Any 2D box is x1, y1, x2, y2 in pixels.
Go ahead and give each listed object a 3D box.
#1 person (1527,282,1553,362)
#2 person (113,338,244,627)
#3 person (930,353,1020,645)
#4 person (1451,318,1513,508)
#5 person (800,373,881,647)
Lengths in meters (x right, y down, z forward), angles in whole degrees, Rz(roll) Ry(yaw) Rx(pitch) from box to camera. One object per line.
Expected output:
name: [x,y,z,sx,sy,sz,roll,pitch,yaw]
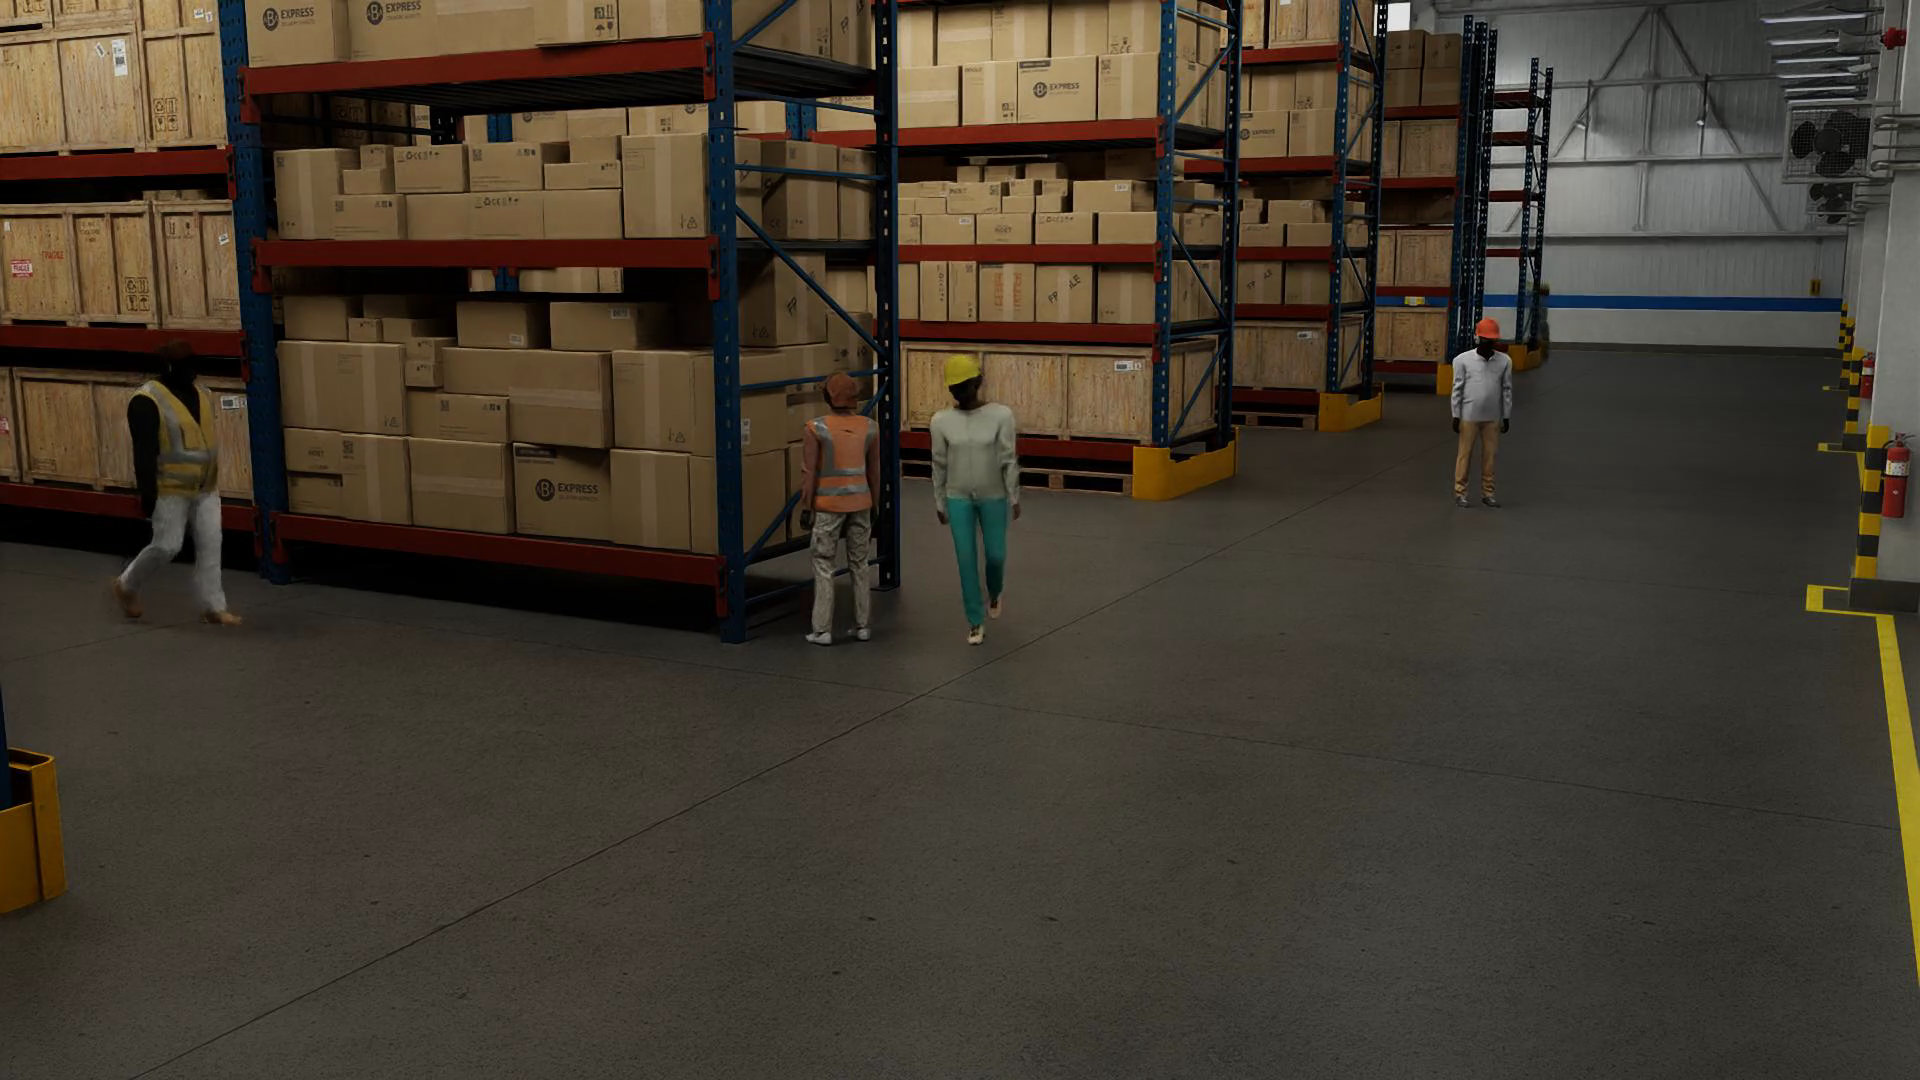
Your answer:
person: [12.394,-4.673,35.684,0.479,1.715,0.811,-5,11,-28]
person: [-4.918,-0.346,10.349,0.764,1.821,0.638,3,10,18]
person: [0.098,-0.263,10.041,0.552,1.740,0.519,1,10,5]
person: [4.781,-1.160,15.240,0.564,1.745,0.349,0,10,-2]
person: [-0.701,-0.181,9.916,0.524,1.630,0.313,-6,11,-30]
